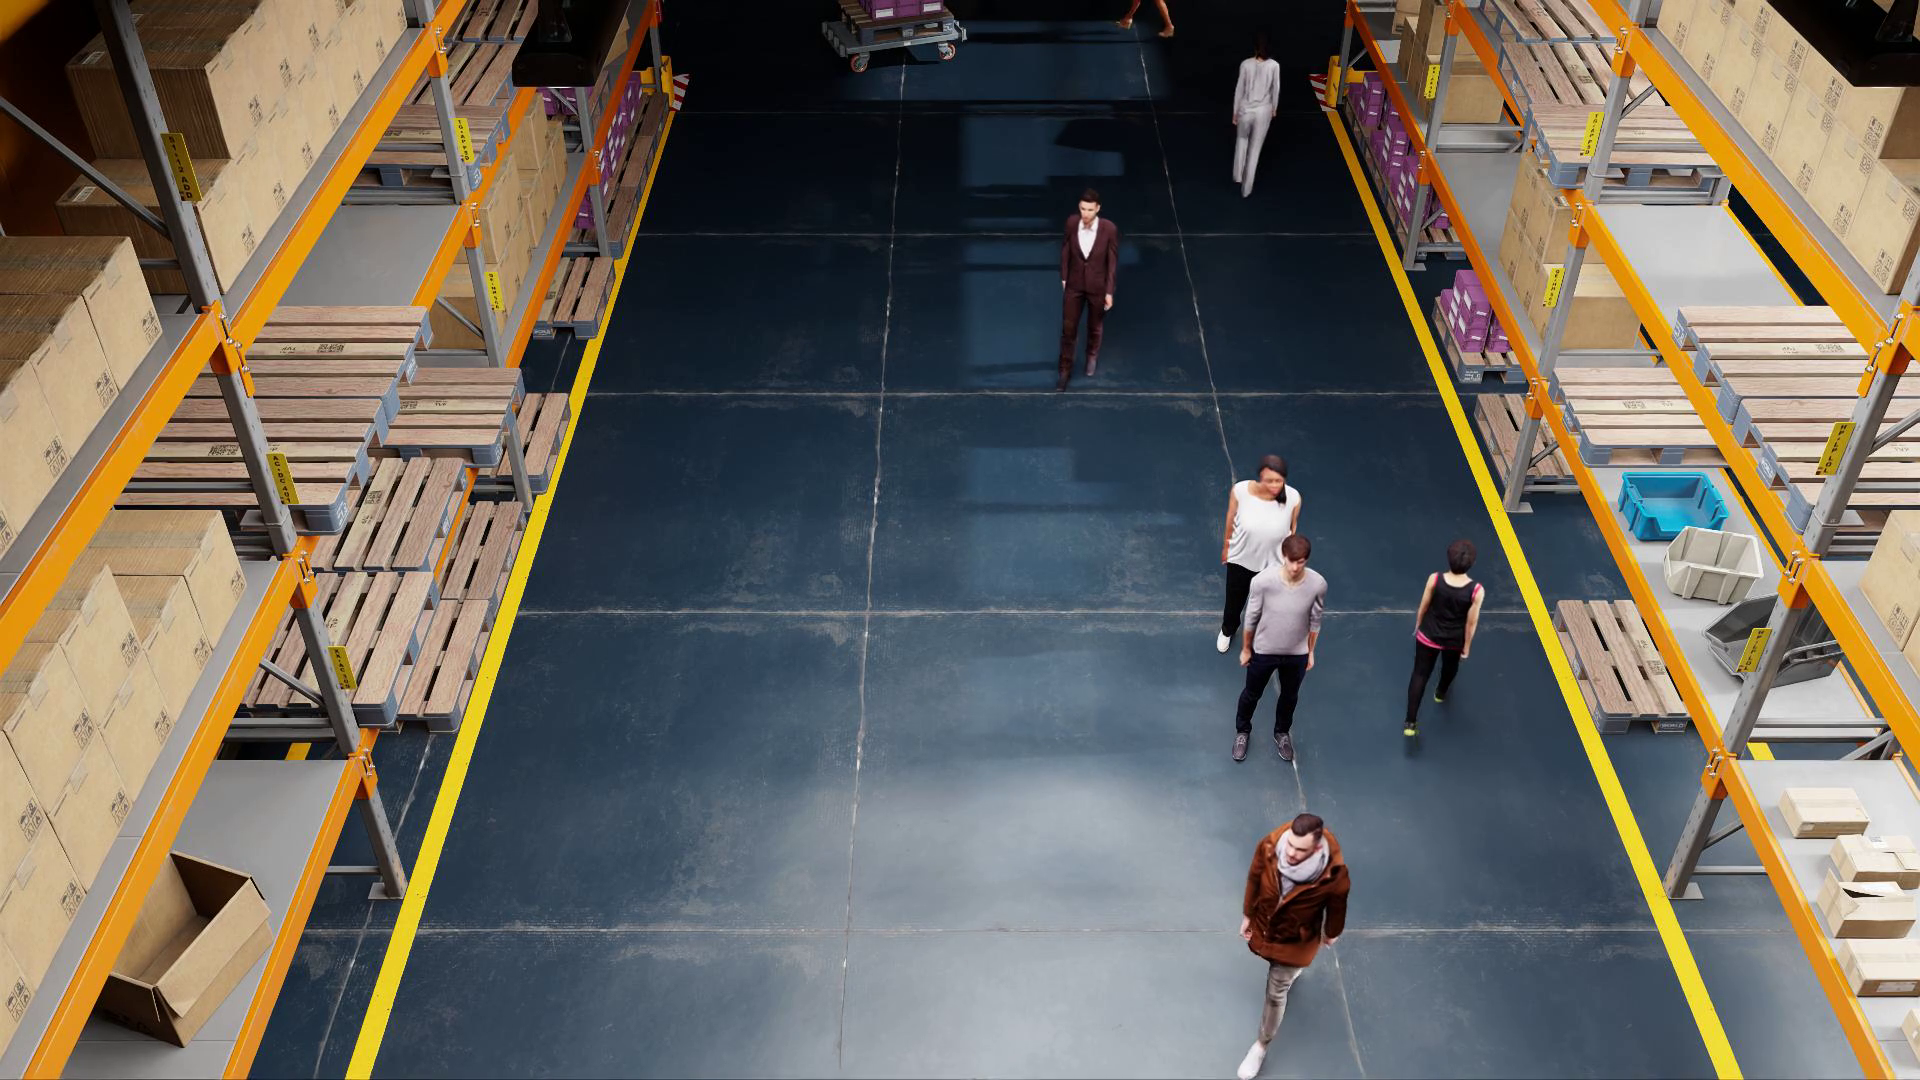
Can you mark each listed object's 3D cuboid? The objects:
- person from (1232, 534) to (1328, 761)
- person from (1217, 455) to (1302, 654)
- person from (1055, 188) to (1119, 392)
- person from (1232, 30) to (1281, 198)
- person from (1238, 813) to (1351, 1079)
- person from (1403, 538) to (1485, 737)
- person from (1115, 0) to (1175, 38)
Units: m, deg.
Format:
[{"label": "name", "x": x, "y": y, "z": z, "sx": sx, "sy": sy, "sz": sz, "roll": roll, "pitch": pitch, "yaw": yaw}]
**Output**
[{"label": "person", "x": 2.112, "y": 0.702, "z": 10.999, "sx": 0.653, "sy": 1.844, "sz": 0.524, "roll": 0, "pitch": 39, "yaw": 1}, {"label": "person", "x": 2.136, "y": 0.107, "z": 11.873, "sx": 0.702, "sy": 1.683, "sz": 0.661, "roll": 7, "pitch": 39, "yaw": 9}, {"label": "person", "x": 1.155, "y": -2.299, "z": 14.759, "sx": 0.823, "sy": 1.841, "sz": 1.049, "roll": 8, "pitch": 39, "yaw": 10}, {"label": "person", "x": 3.090, "y": -4.445, "z": 17.516, "sx": 0.700, "sy": 1.754, "sz": 0.793, "roll": 10, "pitch": 40, "yaw": 12}, {"label": "person", "x": 1.845, "y": 2.097, "z": 9.290, "sx": 1.120, "sy": 1.796, "sz": 1.214, "roll": 27, "pitch": 46, "yaw": 30}, {"label": "person", "x": 3.257, "y": 0.687, "z": 11.279, "sx": 0.815, "sy": 1.518, "sz": 1.093, "roll": 15, "pitch": 41, "yaw": 18}, {"label": "person", "x": 2.484, "y": -7.111, "z": 20.946, "sx": 0.858, "sy": 1.640, "sz": 1.045, "roll": 13, "pitch": 40, "yaw": 15}]
